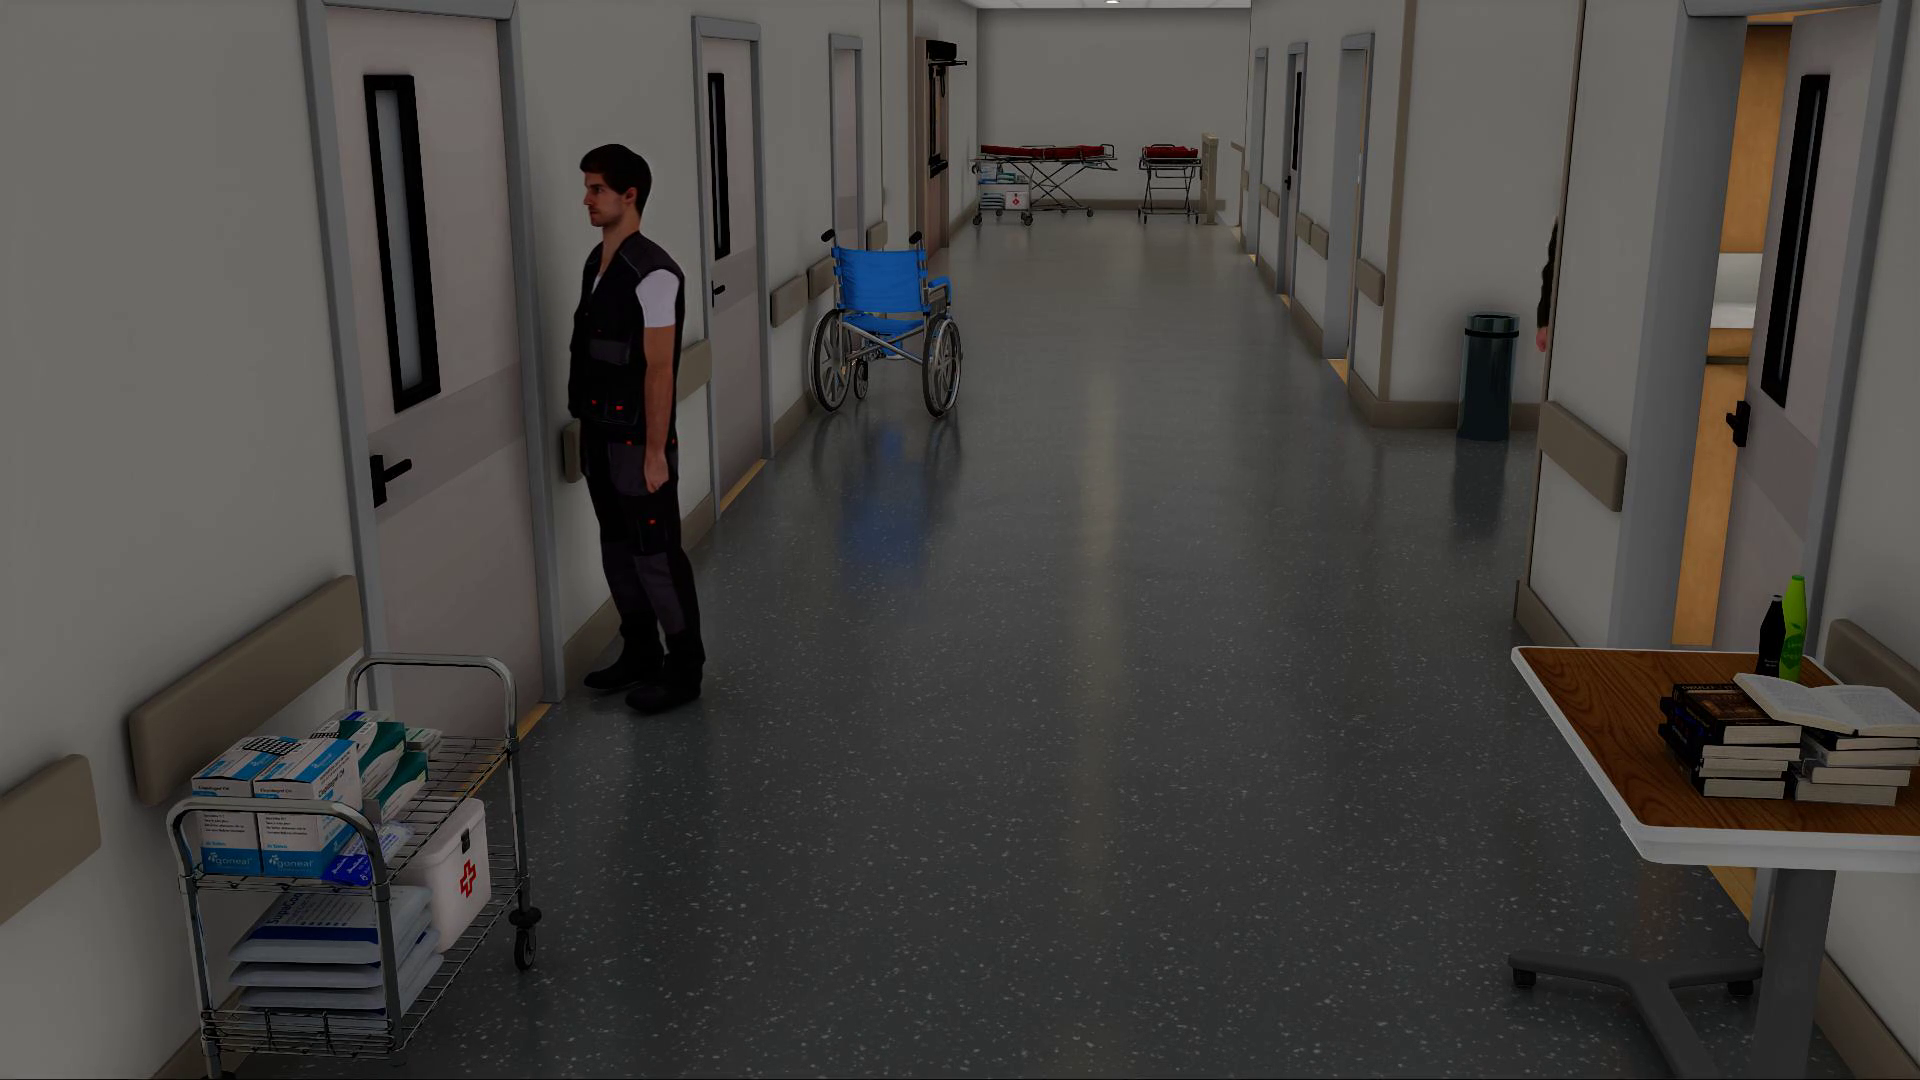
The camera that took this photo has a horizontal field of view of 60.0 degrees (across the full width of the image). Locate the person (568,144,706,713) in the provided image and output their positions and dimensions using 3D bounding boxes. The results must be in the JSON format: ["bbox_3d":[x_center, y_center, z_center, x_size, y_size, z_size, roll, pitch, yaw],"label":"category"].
[{"bbox_3d":[-1.074,-0.363,5.504,0.793,1.848,0.724,-12,19,-36],"label":"person"}]
